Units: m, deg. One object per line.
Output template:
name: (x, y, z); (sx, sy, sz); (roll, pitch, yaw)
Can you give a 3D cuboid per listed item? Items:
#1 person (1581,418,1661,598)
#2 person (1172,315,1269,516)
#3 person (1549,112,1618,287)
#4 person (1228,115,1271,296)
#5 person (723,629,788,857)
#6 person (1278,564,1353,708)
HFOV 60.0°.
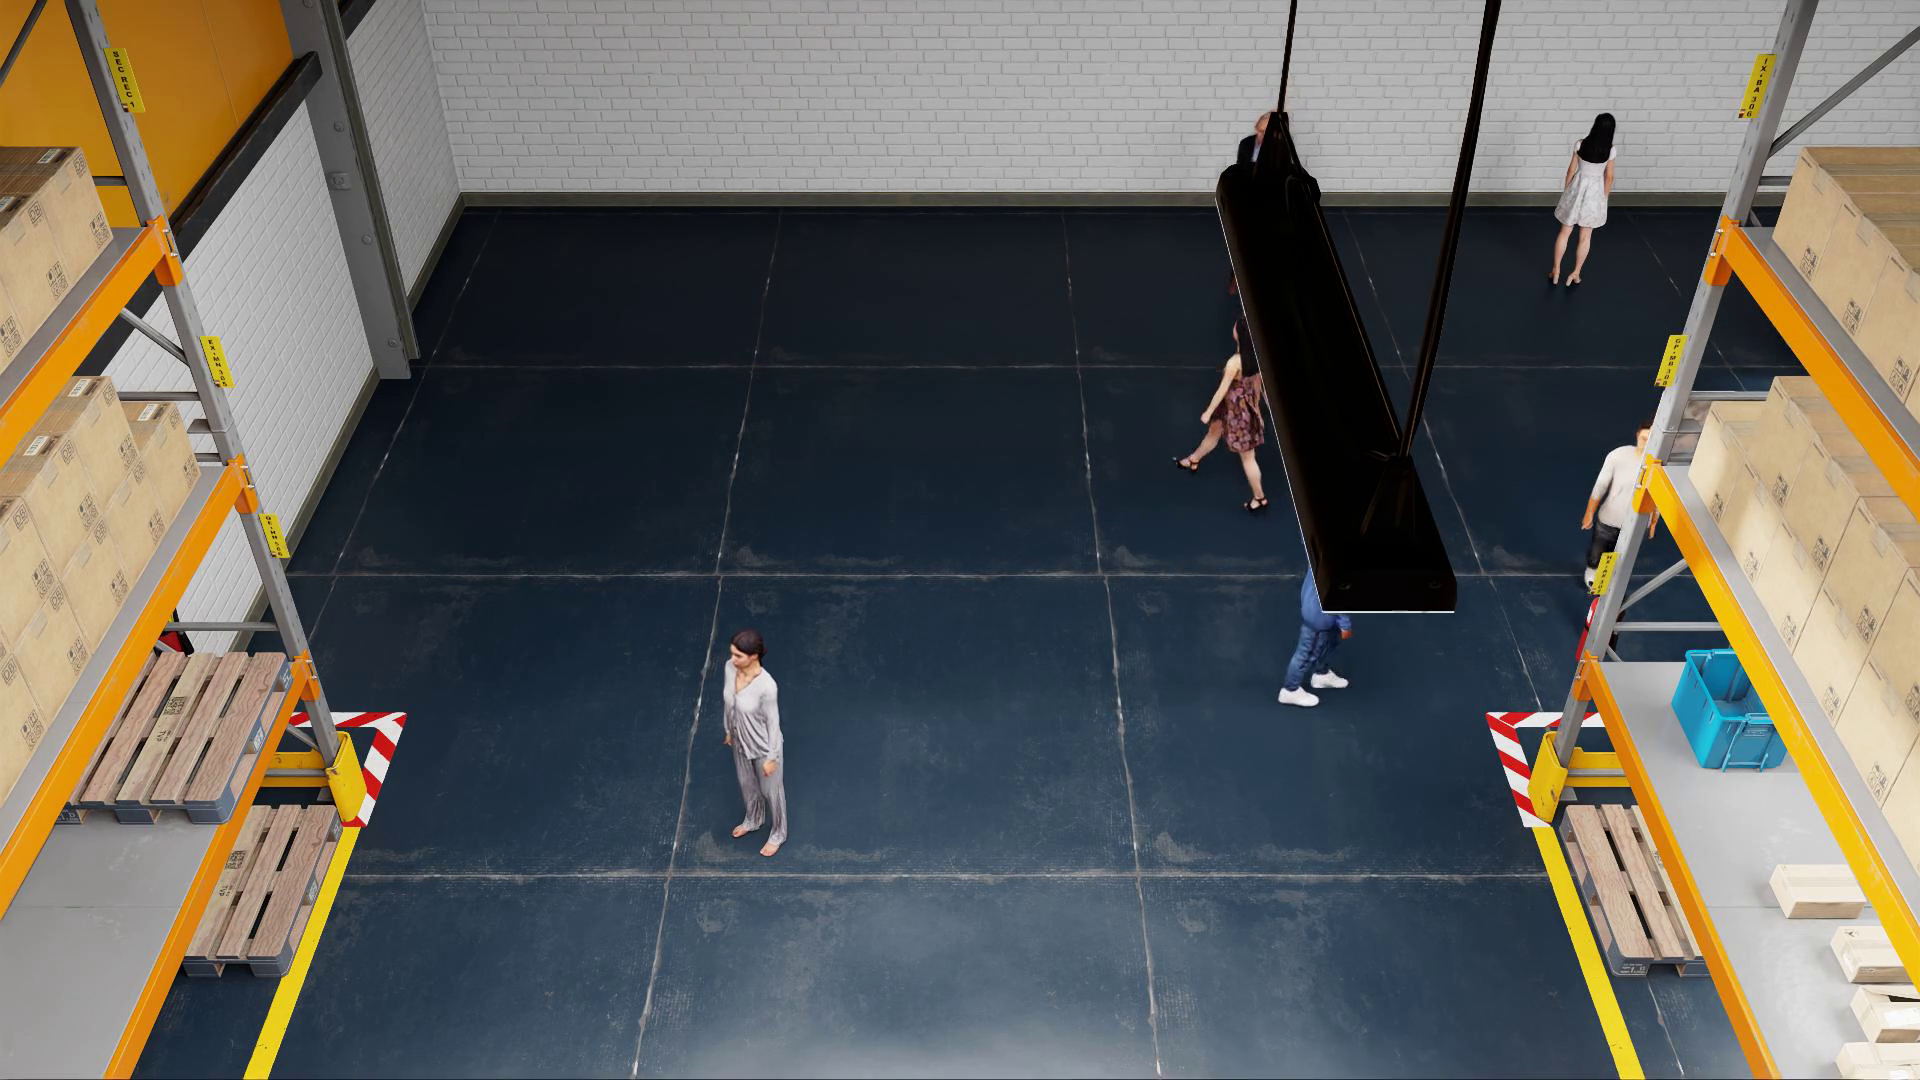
person: (4.827, -0.182, 12.124); (0.913, 1.784, 1.184); (13, 41, 16)
person: (2.255, -0.931, 13.113); (1.135, 1.720, 1.171); (25, 45, 28)
person: (6.008, -3.280, 16.013); (0.761, 1.771, 0.787); (18, 42, 21)
person: (2.914, -3.333, 16.080); (1.069, 1.770, 1.317); (18, 42, 21)
person: (-1.270, 1.237, 10.354); (0.655, 1.774, 0.691); (27, 46, 29)
person: (2.406, 0.429, 11.352); (0.743, 1.792, 0.675); (1, 39, 1)
